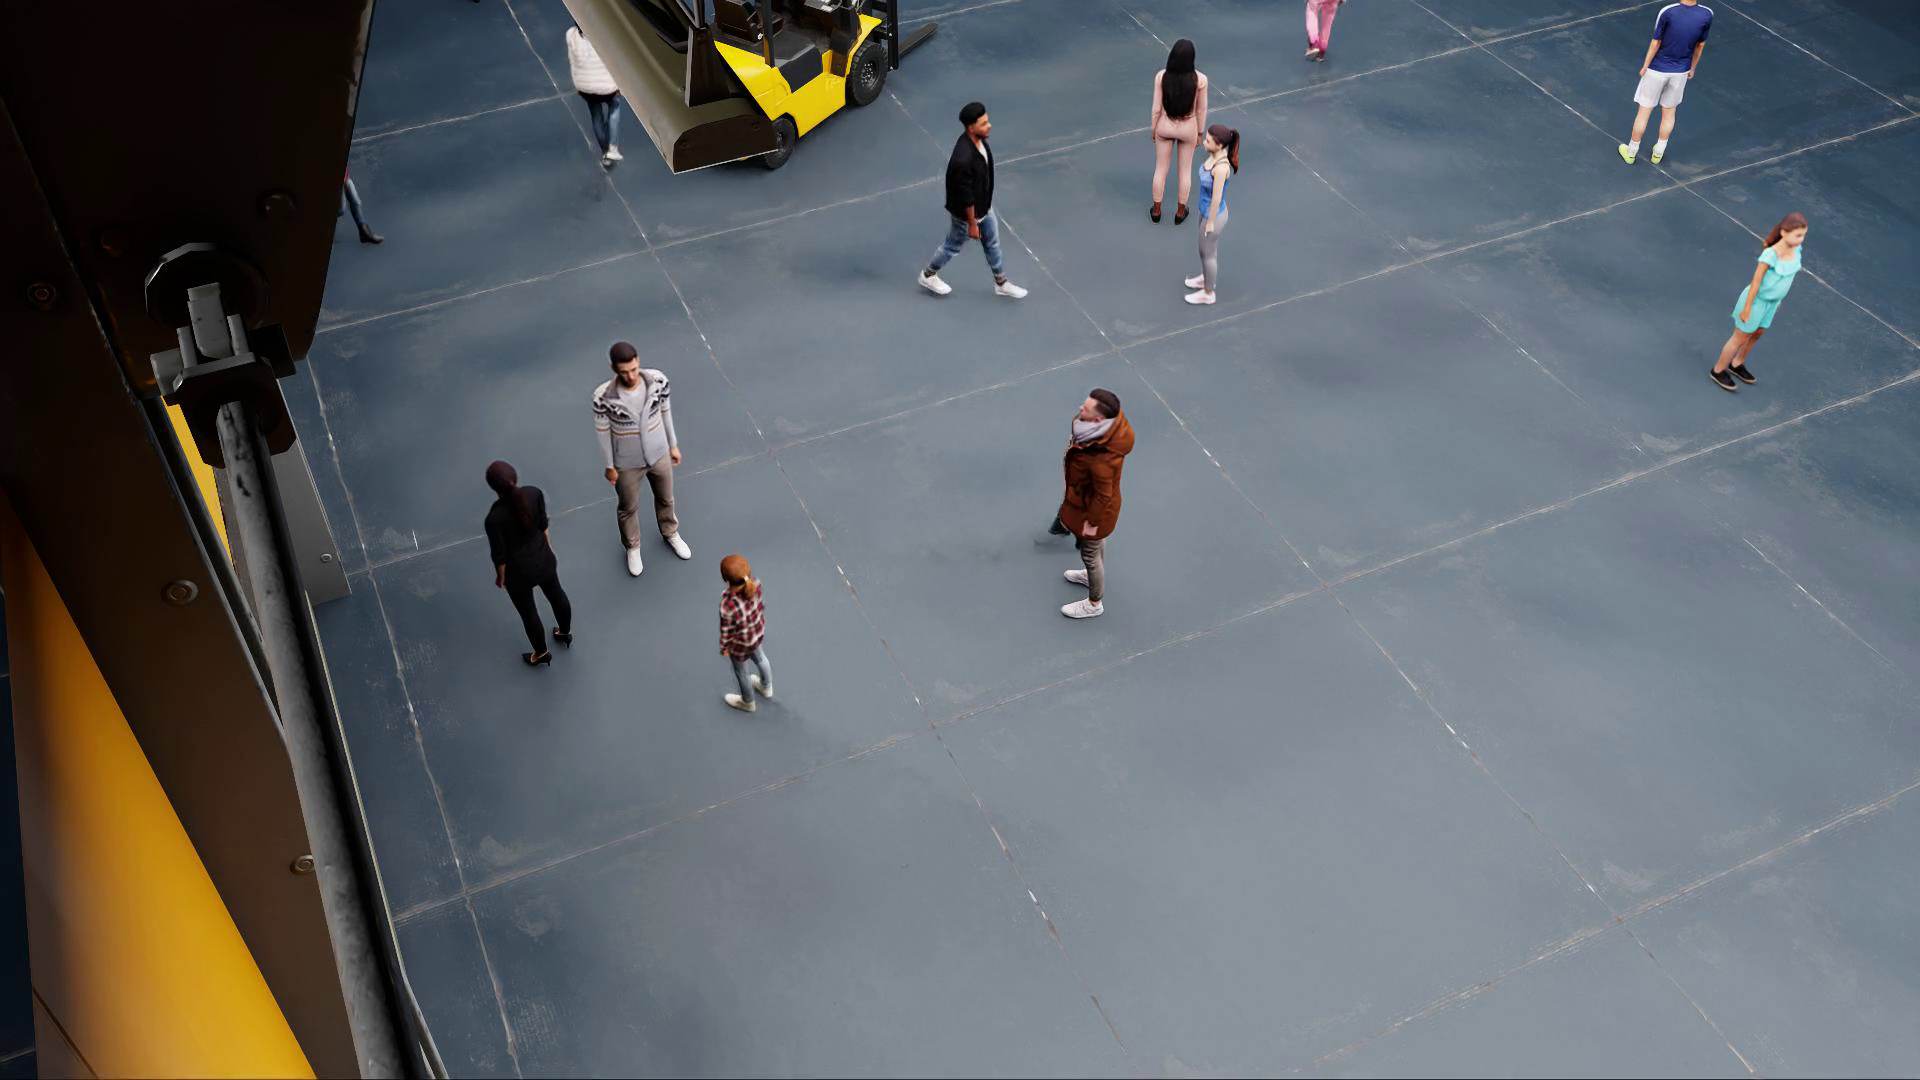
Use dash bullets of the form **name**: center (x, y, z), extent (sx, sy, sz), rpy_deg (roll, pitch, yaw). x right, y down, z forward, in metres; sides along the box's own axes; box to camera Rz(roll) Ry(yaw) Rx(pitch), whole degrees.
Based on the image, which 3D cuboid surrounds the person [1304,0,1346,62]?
- **person**: center (3.663, -5.456, 16.604), extent (0.700, 1.439, 0.760), rpy_deg (2, 44, 2)

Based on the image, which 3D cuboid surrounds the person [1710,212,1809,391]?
- **person**: center (6.136, -1.851, 12.735), extent (0.546, 1.556, 0.513), rpy_deg (-20, 47, -20)

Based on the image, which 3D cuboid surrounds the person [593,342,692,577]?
- **person**: center (-2.149, -0.592, 11.193), extent (0.688, 1.860, 0.552), rpy_deg (-21, 47, -20)

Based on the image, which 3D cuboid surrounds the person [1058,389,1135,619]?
- **person**: center (0.887, -0.251, 10.851), extent (0.905, 1.838, 0.821), rpy_deg (6, 44, 6)

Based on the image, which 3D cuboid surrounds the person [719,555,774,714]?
- **person**: center (-1.329, 0.582, 10.362), extent (0.657, 1.306, 0.626), rpy_deg (27, 50, 26)

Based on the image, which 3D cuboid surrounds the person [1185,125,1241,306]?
- **person**: center (2.054, -2.659, 13.547), extent (0.707, 1.607, 0.610), rpy_deg (3, 44, 3)

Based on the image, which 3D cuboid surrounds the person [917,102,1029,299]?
- **person**: center (-0.014, -2.724, 13.497), extent (1.248, 1.769, 1.191), rpy_deg (14, 45, 14)

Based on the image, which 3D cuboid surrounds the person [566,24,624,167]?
- **person**: center (-3.302, -4.105, 15.050), extent (0.737, 1.627, 0.761), rpy_deg (0, 44, 0)

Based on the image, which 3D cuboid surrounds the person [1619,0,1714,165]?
- **person**: center (6.424, -4.280, 15.080), extent (0.719, 1.838, 0.711), rpy_deg (2, 44, 2)

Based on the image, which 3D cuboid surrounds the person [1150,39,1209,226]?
- **person**: center (1.871, -3.518, 14.365), extent (0.700, 1.722, 0.723), rpy_deg (7, 44, 7)

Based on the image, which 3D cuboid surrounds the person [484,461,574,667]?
- **person**: center (-2.745, 0.157, 10.551), extent (0.685, 1.661, 0.679), rpy_deg (29, 51, 27)
